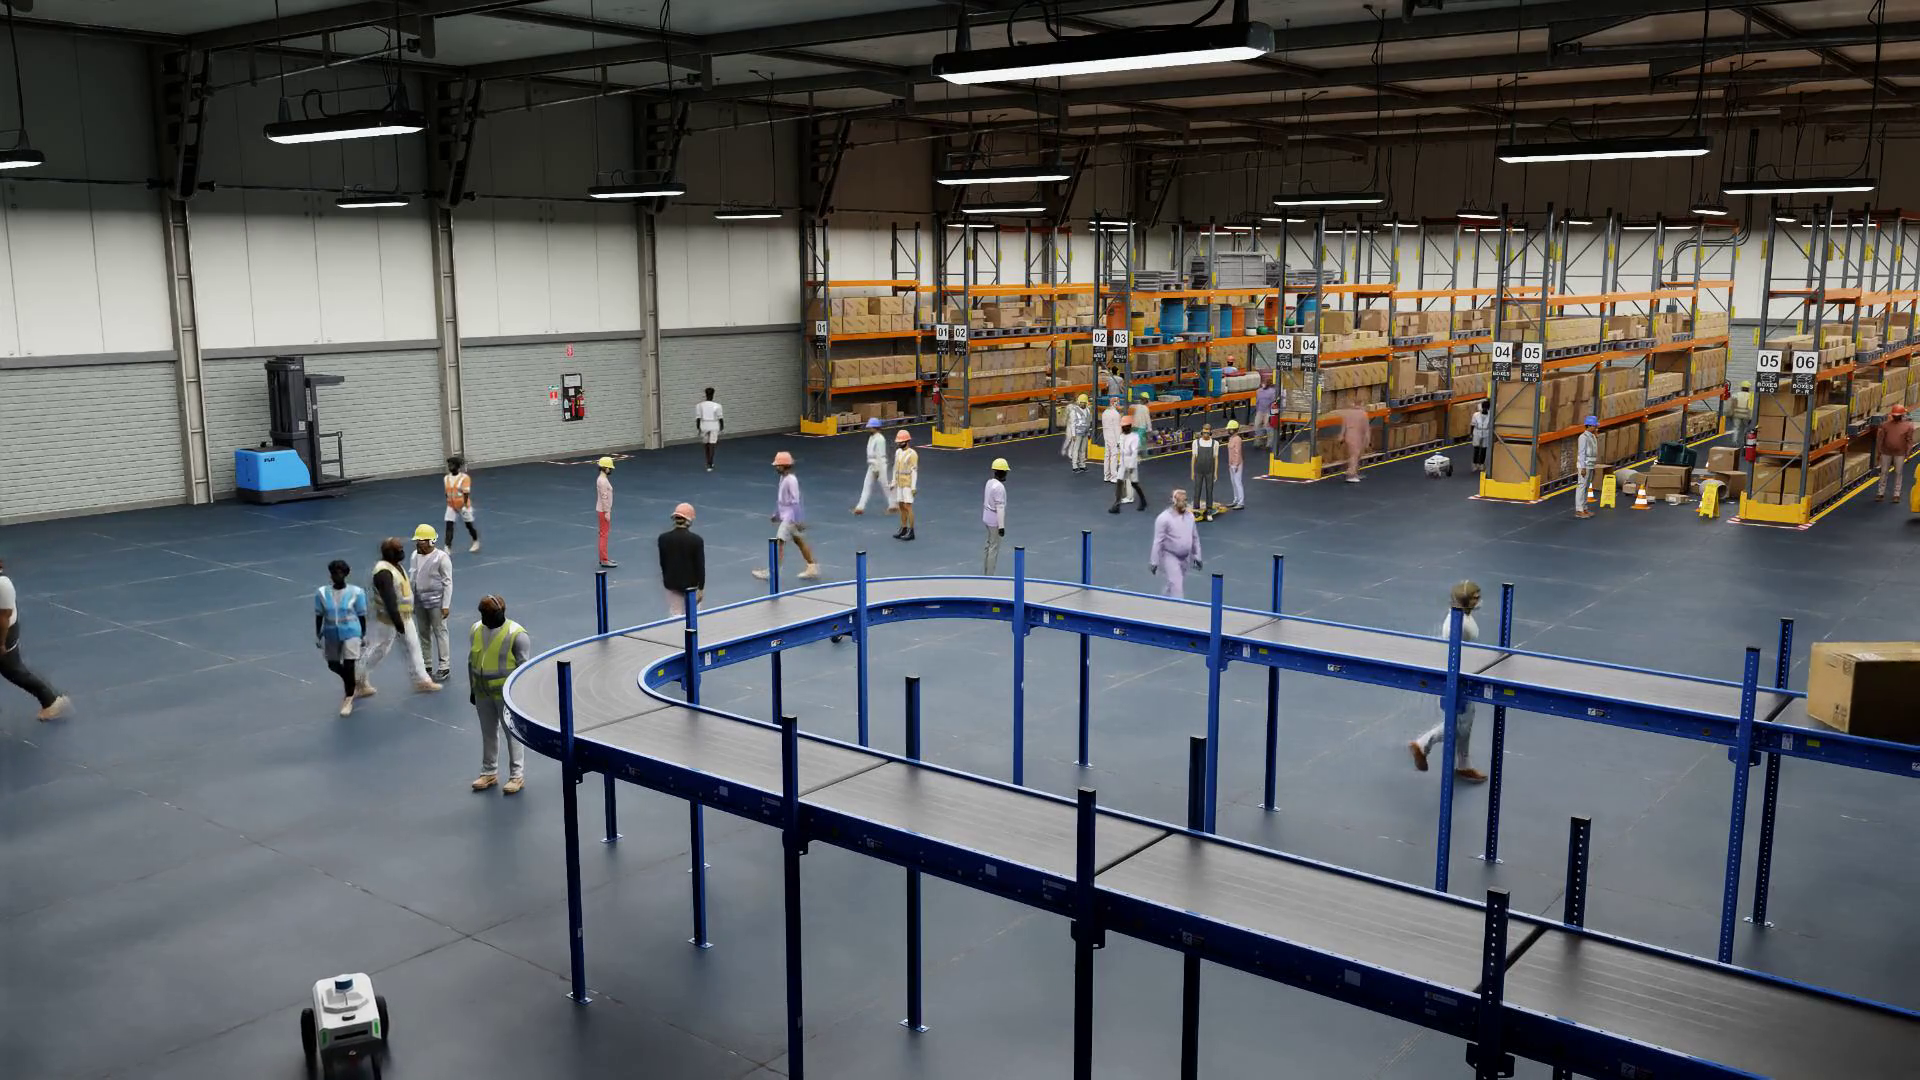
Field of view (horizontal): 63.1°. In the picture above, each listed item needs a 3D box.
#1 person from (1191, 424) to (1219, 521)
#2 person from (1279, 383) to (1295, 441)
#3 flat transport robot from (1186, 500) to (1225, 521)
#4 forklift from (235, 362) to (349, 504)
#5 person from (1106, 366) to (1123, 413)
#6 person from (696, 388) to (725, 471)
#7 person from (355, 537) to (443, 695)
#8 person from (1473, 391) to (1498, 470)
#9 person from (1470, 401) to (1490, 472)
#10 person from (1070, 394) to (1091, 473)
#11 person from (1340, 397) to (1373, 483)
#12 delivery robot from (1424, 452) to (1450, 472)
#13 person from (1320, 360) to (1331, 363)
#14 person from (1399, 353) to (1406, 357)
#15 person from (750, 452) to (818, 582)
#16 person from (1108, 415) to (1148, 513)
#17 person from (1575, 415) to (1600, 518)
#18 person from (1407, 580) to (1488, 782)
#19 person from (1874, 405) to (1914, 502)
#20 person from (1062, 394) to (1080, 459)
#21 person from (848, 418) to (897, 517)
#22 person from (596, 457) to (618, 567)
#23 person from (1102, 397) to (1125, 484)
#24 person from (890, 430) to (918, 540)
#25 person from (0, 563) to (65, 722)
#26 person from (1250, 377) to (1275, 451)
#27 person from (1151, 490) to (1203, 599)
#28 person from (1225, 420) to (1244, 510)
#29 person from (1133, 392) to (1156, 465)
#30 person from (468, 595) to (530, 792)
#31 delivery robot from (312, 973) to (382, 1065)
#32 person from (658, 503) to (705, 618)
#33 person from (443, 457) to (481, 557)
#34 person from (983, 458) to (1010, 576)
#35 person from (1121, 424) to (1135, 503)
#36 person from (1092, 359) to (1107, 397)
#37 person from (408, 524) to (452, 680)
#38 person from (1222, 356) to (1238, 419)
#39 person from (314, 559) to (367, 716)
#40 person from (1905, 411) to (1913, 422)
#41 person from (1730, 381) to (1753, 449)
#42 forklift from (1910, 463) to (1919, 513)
[{"bbox_3d":[4.607,-1.274,29.449,0.508,1.845,0.345,1,10,7],"label":"person"},{"bbox_3d":[8.956,-3.659,42.604,0.548,1.936,0.378,8,13,37],"label":"person"},{"bbox_3d":[4.523,-0.572,30.041,0.652,0.197,1.431,6,12,31],"label":"flat transport robot"},{"bbox_3d":[-13.803,-2.244,32.110,1.129,2.768,1.873,8,13,37],"label":"forklift"},{"bbox_3d":[4.475,-4.116,45.367,0.523,1.870,0.317,2,10,12],"label":"person"},{"bbox_3d":[-5.838,-2.620,36.796,0.621,1.914,0.980,1,10,5],"label":"person"},{"bbox_3d":[-6.416,0.858,17.604,0.964,1.807,0.624,0,10,-1],"label":"person"},{"bbox_3d":[12.391,-2.585,36.756,0.617,1.871,0.913,6,12,33],"label":"person"},{"bbox_3d":[12.094,-2.391,36.180,0.549,1.667,0.679,3,10,14],"label":"person"},{"bbox_3d":[2.813,-2.472,36.250,0.589,1.822,0.403,-9,14,-43],"label":"person"},{"bbox_3d":[8.877,-2.230,34.763,0.877,1.857,0.713,-7,12,-33],"label":"person"},{"bbox_3d":[10.867,-1.752,35.620,0.477,0.478,0.707,8,13,39],"label":"delivery robot"},{"bbox_3d":[12.957,-6.025,55.835,0.652,1.966,0.762,-4,11,-23],"label":"person"},{"bbox_3d":[14.739,-5.313,52.166,0.639,1.856,1.015,1,10,3],"label":"person"},{"bbox_3d":[-2.660,-0.357,23.888,1.068,1.989,0.611,-2,10,-14],"label":"person"},{"bbox_3d":[3.312,-1.490,30.517,0.918,1.904,0.544,-9,14,-42],"label":"person"},{"bbox_3d":[11.984,-1.408,29.901,0.383,1.951,0.605,8,13,37],"label":"person"},{"bbox_3d":[4.626,1.315,14.642,0.645,1.927,0.642,5,11,25],"label":"person"},{"bbox_3d":[18.988,-1.765,31.811,0.609,1.986,0.392,9,13,40],"label":"person"},{"bbox_3d":[2.832,-2.815,38.777,0.537,1.605,0.485,-4,11,-22],"label":"person"},{"bbox_3d":[-1.635,-1.391,29.967,0.988,1.894,0.629,-5,11,-27],"label":"person"},{"bbox_3d":[-5.673,-0.457,25.081,0.317,1.765,0.522,-3,11,-16],"label":"person"},{"bbox_3d":[3.397,-2.211,34.558,0.409,1.904,0.640,-5,11,-24],"label":"person"},{"bbox_3d":[-0.978,-0.976,27.529,0.375,1.933,0.559,-8,13,-37],"label":"person"},{"bbox_3d":[-10.025,0.974,16.359,0.688,2.000,0.997,8,13,39],"label":"person"},{"bbox_3d":[7.797,-3.228,40.266,0.787,1.908,0.645,-9,13,-41],"label":"person"},{"bbox_3d":[2.934,0.261,20.755,0.692,1.857,0.980,-8,13,-38],"label":"person"},{"bbox_3d":[5.418,-1.494,30.955,0.379,1.755,0.540,-1,10,-7],"label":"person"},{"bbox_3d":[4.459,-2.689,37.715,0.815,1.718,0.650,-4,11,-19],"label":"person"},{"bbox_3d":[-4.261,1.404,14.398,0.621,1.837,0.429,4,11,19],"label":"person"},{"bbox_3d":[-3.732,2.887,9.511,0.477,0.478,0.707,-5,11,-25],"label":"delivery robot"},{"bbox_3d":[-3.343,0.519,19.036,0.606,1.946,0.883,1,10,6],"label":"person"},{"bbox_3d":[-8.339,-0.575,26.040,0.529,1.655,0.867,3,10,16],"label":"person"},{"bbox_3d":[0.564,-0.284,23.703,0.420,1.914,0.599,-2,10,-12],"label":"person"},{"bbox_3d":[3.421,-1.569,31.682,0.307,1.639,0.525,2,10,12],"label":"person"},{"bbox_3d":[4.510,-4.856,49.537,0.611,1.868,1.015,8,13,37],"label":"person"},{"bbox_3d":[-6.198,0.719,18.258,0.588,1.834,0.403,5,11,24],"label":"person"},{"bbox_3d":[8.418,-4.775,48.884,0.545,1.939,0.374,5,11,26],"label":"person"},{"bbox_3d":[-6.709,1.013,17.027,0.539,1.678,0.701,-1,10,-4],"label":"person"},{"bbox_3d":[25.691,-3.608,42.497,1.029,1.880,0.567,8,13,37],"label":"person"},{"bbox_3d":[20.314,-3.237,40.642,0.586,1.804,0.881,7,12,35],"label":"person"},{"bbox_3d":[19.034,-1.348,28.998,2.313,2.155,1.214,8,13,37],"label":"forklift"}]
